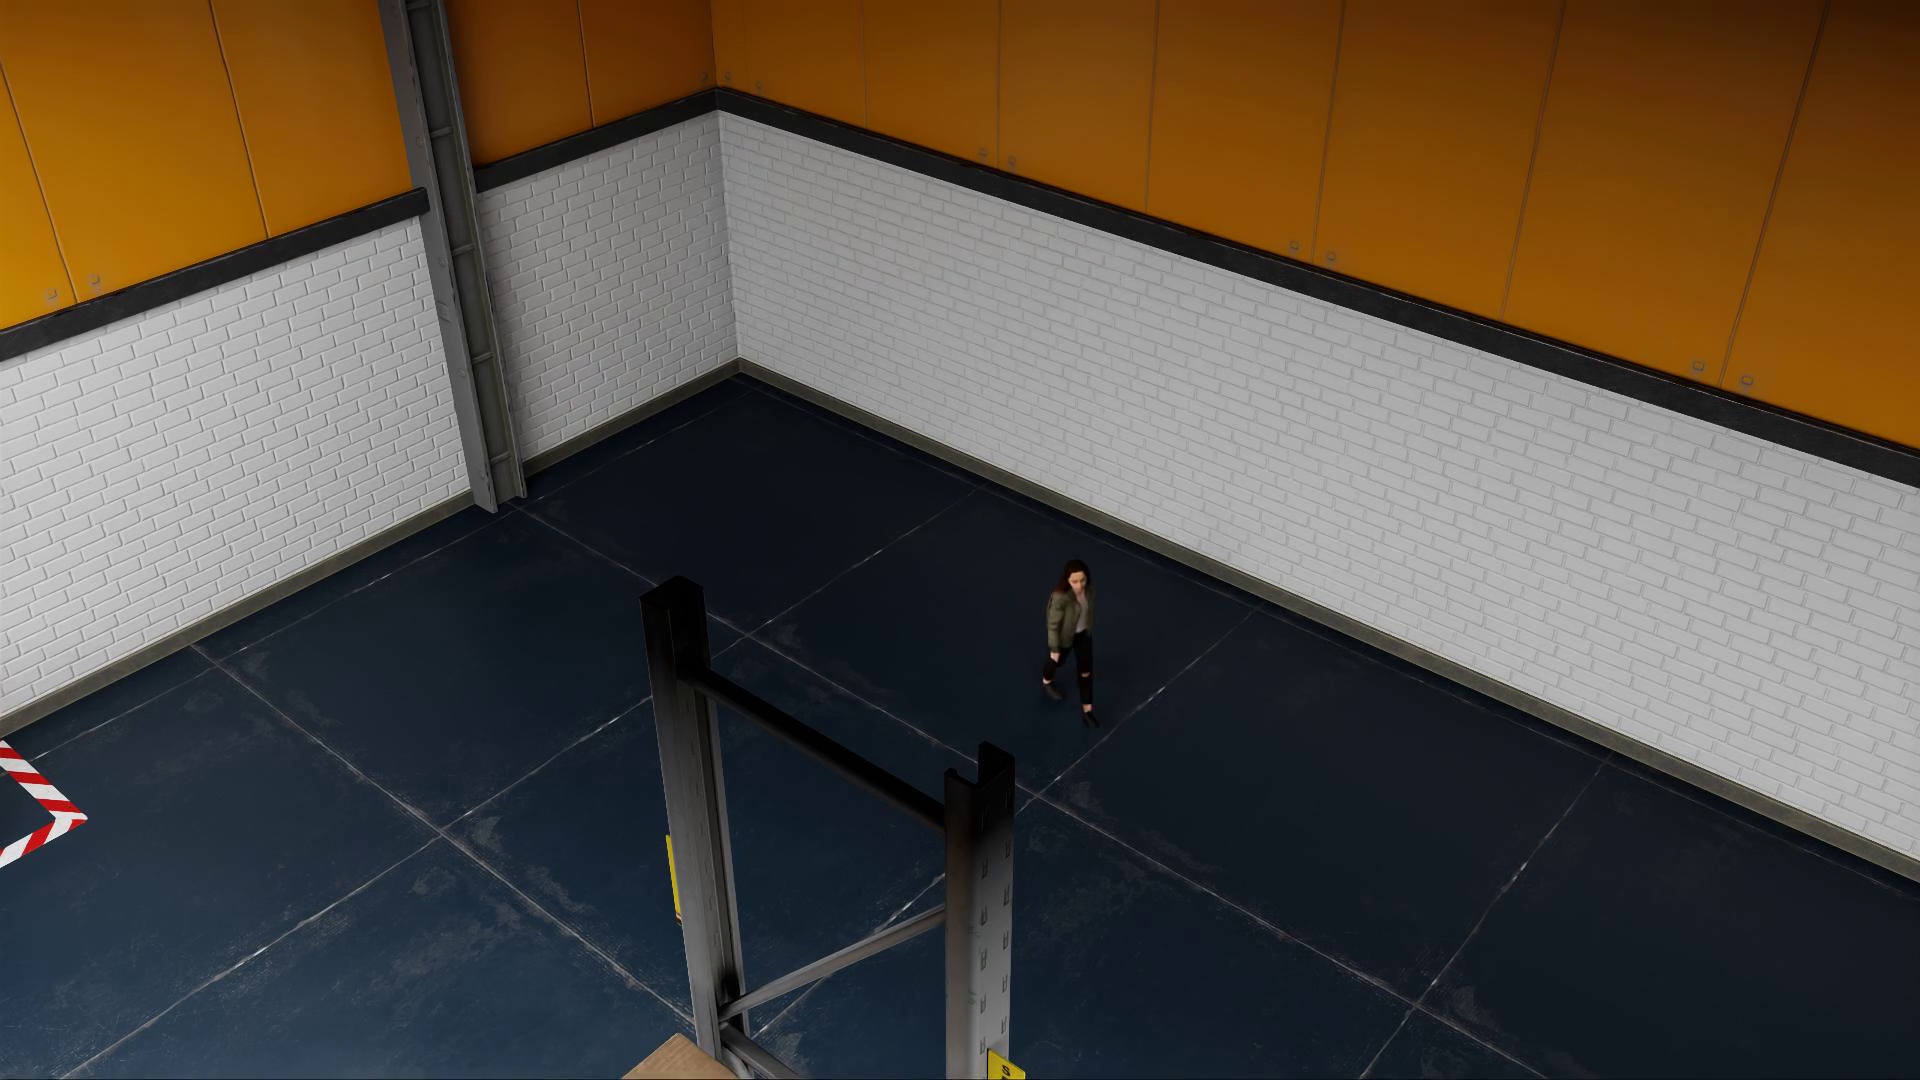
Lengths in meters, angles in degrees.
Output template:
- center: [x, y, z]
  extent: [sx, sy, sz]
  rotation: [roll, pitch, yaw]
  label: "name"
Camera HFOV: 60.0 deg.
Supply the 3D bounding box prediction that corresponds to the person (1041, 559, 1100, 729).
- center: [0.797, 0.683, 12.469]
  extent: [0.991, 1.435, 0.896]
  rotation: [-20, 38, -27]
  label: "person"
